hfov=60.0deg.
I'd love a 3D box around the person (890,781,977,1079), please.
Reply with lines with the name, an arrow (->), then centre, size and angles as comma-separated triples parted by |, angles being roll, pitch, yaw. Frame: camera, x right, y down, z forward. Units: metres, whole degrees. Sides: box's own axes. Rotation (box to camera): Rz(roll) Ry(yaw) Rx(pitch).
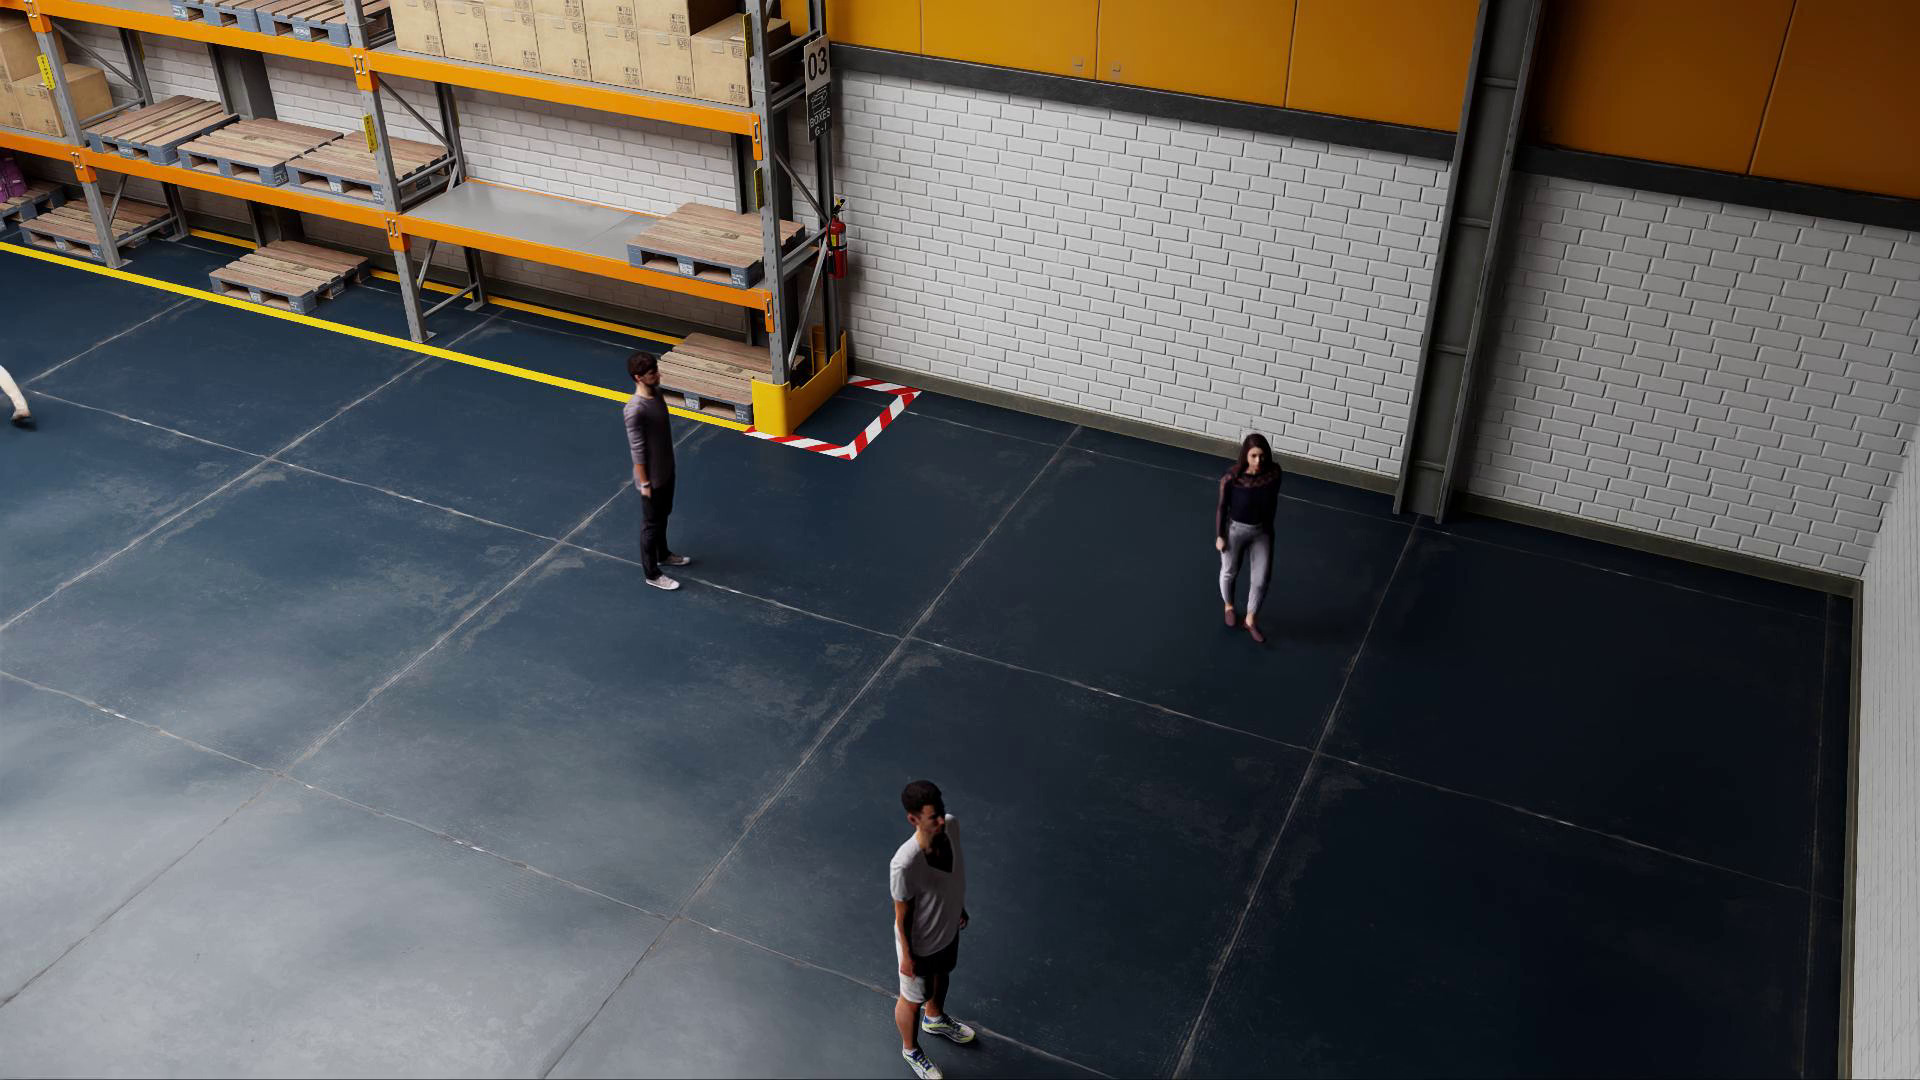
person -> -0.165, 1.940, 8.410 | 0.612, 1.855, 0.705 | 20, 38, 27

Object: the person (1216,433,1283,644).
person -> 1.993, -0.072, 11.674 | 0.791, 1.592, 0.844 | -5, 34, -7

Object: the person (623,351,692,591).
person -> -2.245, -0.533, 12.132 | 0.639, 1.853, 0.724 | 5, 34, 8
